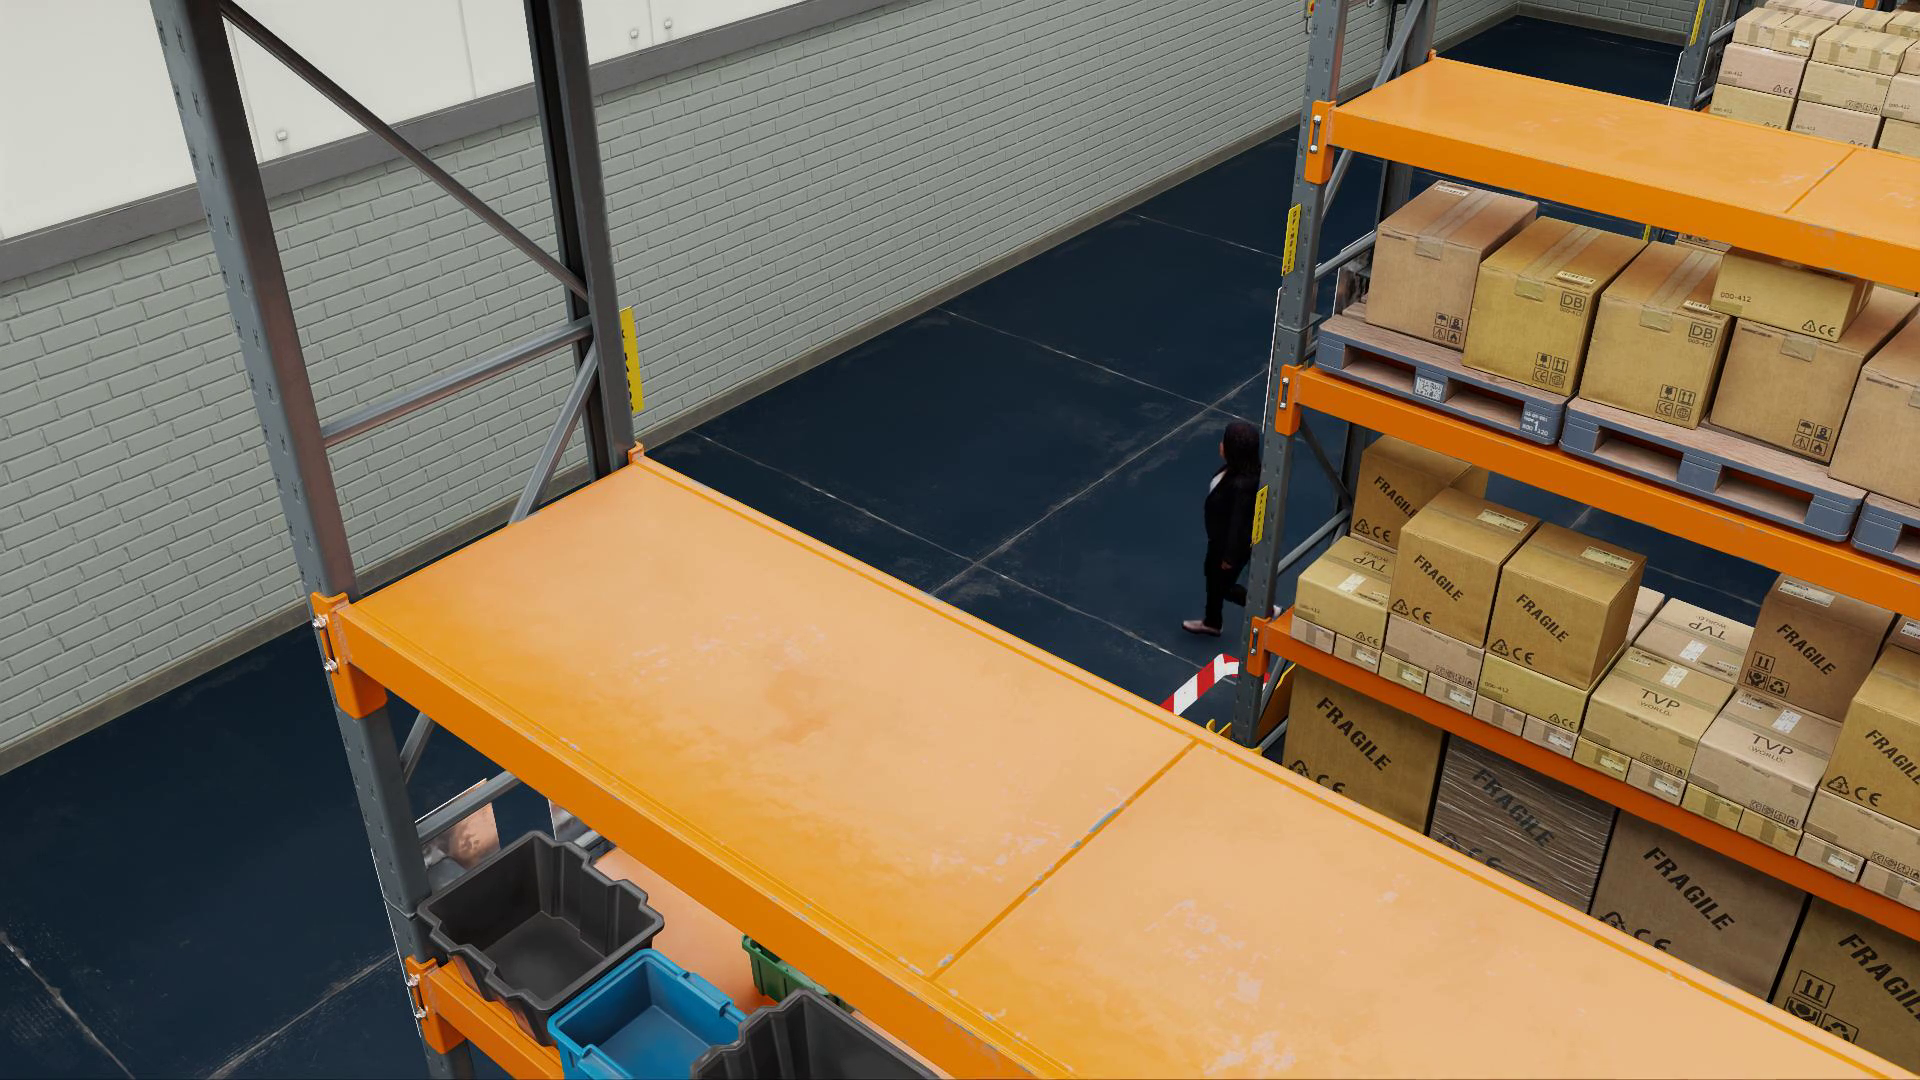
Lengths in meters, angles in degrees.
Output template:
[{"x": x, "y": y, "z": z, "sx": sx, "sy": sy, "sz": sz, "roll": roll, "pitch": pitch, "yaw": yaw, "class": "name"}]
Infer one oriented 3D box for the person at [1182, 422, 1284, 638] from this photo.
[{"x": 1.788, "y": -0.011, "z": 10.451, "sx": 0.996, "sy": 1.603, "sz": 0.915, "roll": 1, "pitch": 33, "yaw": 2, "class": "person"}]
